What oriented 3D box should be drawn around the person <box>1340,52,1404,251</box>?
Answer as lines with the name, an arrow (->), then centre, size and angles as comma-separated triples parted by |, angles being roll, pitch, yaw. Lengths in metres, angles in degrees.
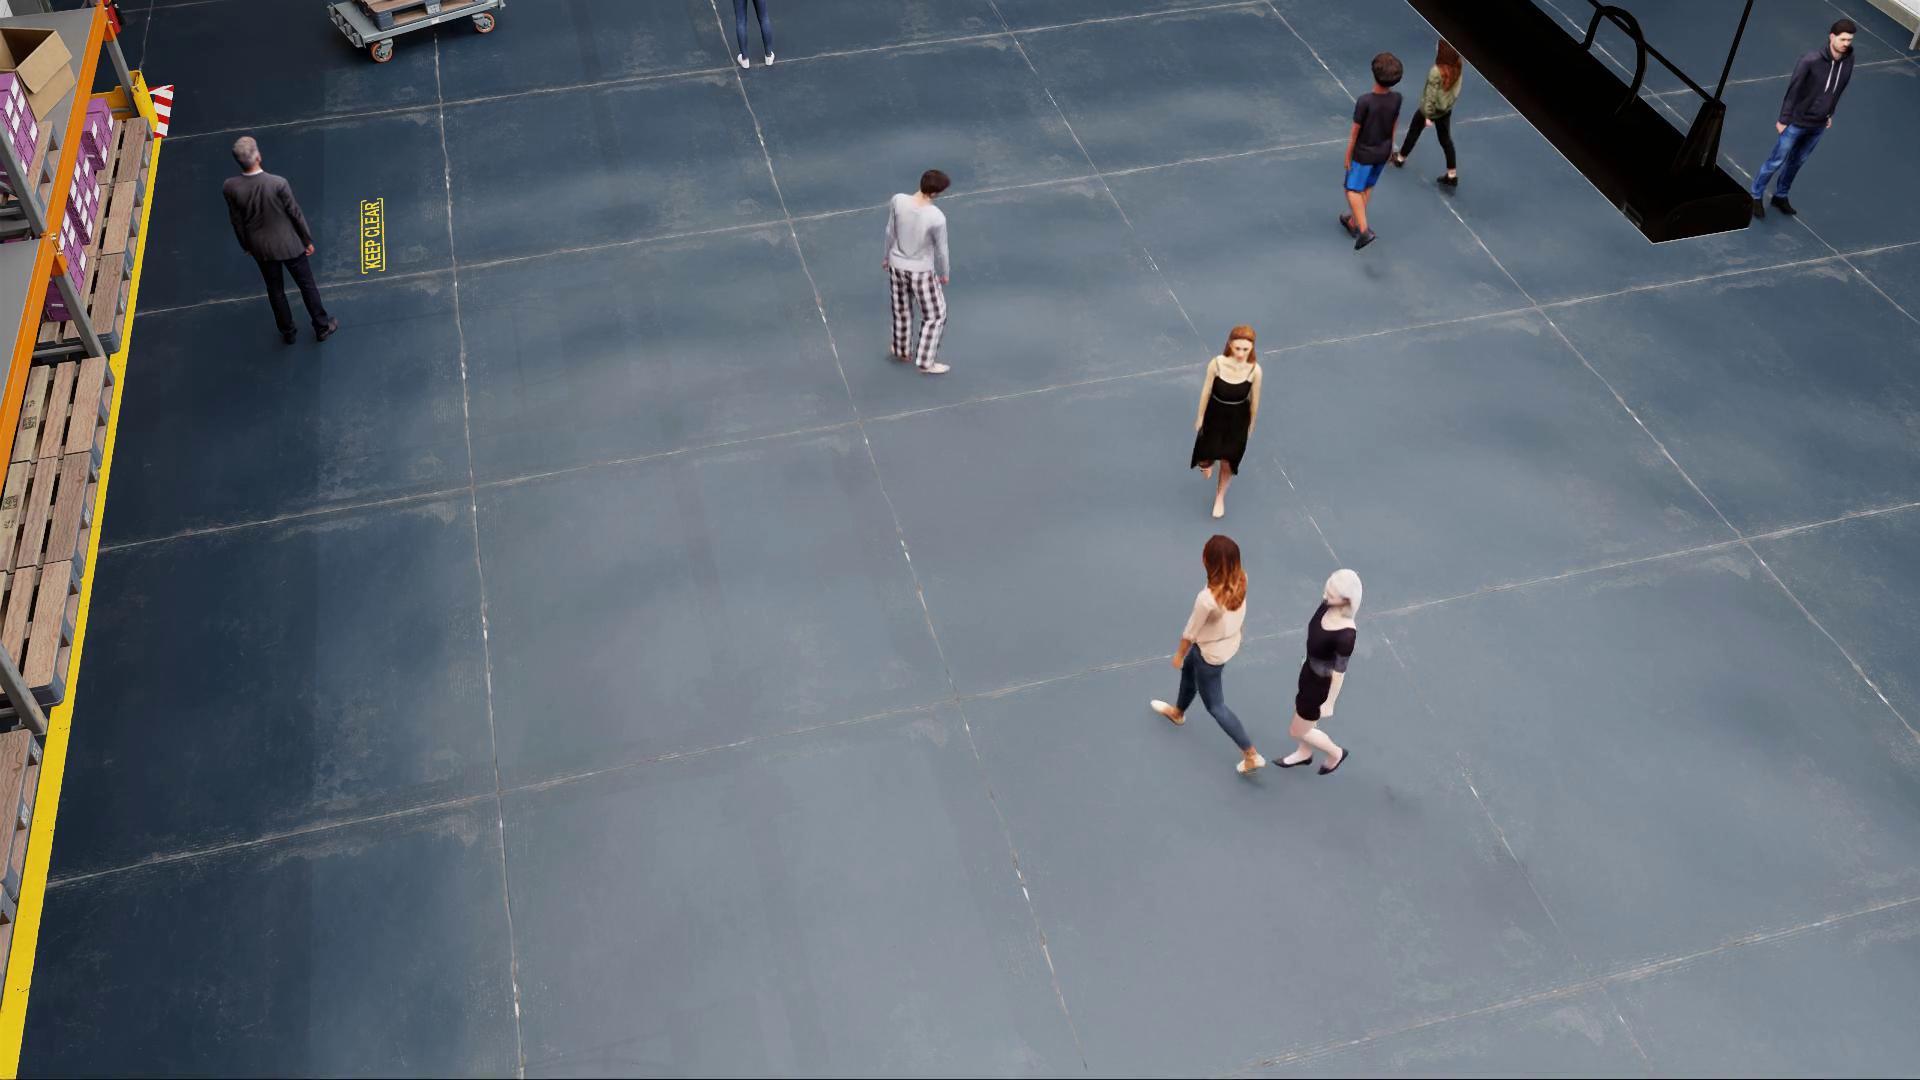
person -> 3.567, -3.308, 14.350 | 0.592, 1.780, 0.934 | -10, 45, -11

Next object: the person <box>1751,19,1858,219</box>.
person -> 7.493, -3.746, 14.729 | 0.692, 1.892, 0.583 | -7, 44, -7

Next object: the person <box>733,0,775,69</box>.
person -> -2.148, -5.635, 16.828 | 0.623, 1.732, 0.515 | -9, 44, -9

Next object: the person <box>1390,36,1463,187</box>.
person -> 4.426, -3.914, 15.233 | 0.809, 1.440, 1.109 | -27, 50, -25

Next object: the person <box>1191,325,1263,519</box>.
person -> 1.923, -0.914, 11.959 | 0.765, 1.613, 0.884 | 8, 44, 9

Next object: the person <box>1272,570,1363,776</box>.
person -> 2.237, 0.847, 9.960 | 0.751, 1.819, 0.667 | -1, 44, -1

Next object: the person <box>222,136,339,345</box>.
person -> -5.490, -2.396, 13.352 | 0.756, 1.837, 0.631 | -5, 44, -5

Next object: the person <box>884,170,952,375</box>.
person -> -0.406, -2.139, 13.104 | 0.836, 1.806, 0.853 | 5, 44, 5

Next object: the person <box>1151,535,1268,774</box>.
person -> 1.618, 0.725, 10.136 | 1.210, 1.753, 1.007 | 32, 52, 29
